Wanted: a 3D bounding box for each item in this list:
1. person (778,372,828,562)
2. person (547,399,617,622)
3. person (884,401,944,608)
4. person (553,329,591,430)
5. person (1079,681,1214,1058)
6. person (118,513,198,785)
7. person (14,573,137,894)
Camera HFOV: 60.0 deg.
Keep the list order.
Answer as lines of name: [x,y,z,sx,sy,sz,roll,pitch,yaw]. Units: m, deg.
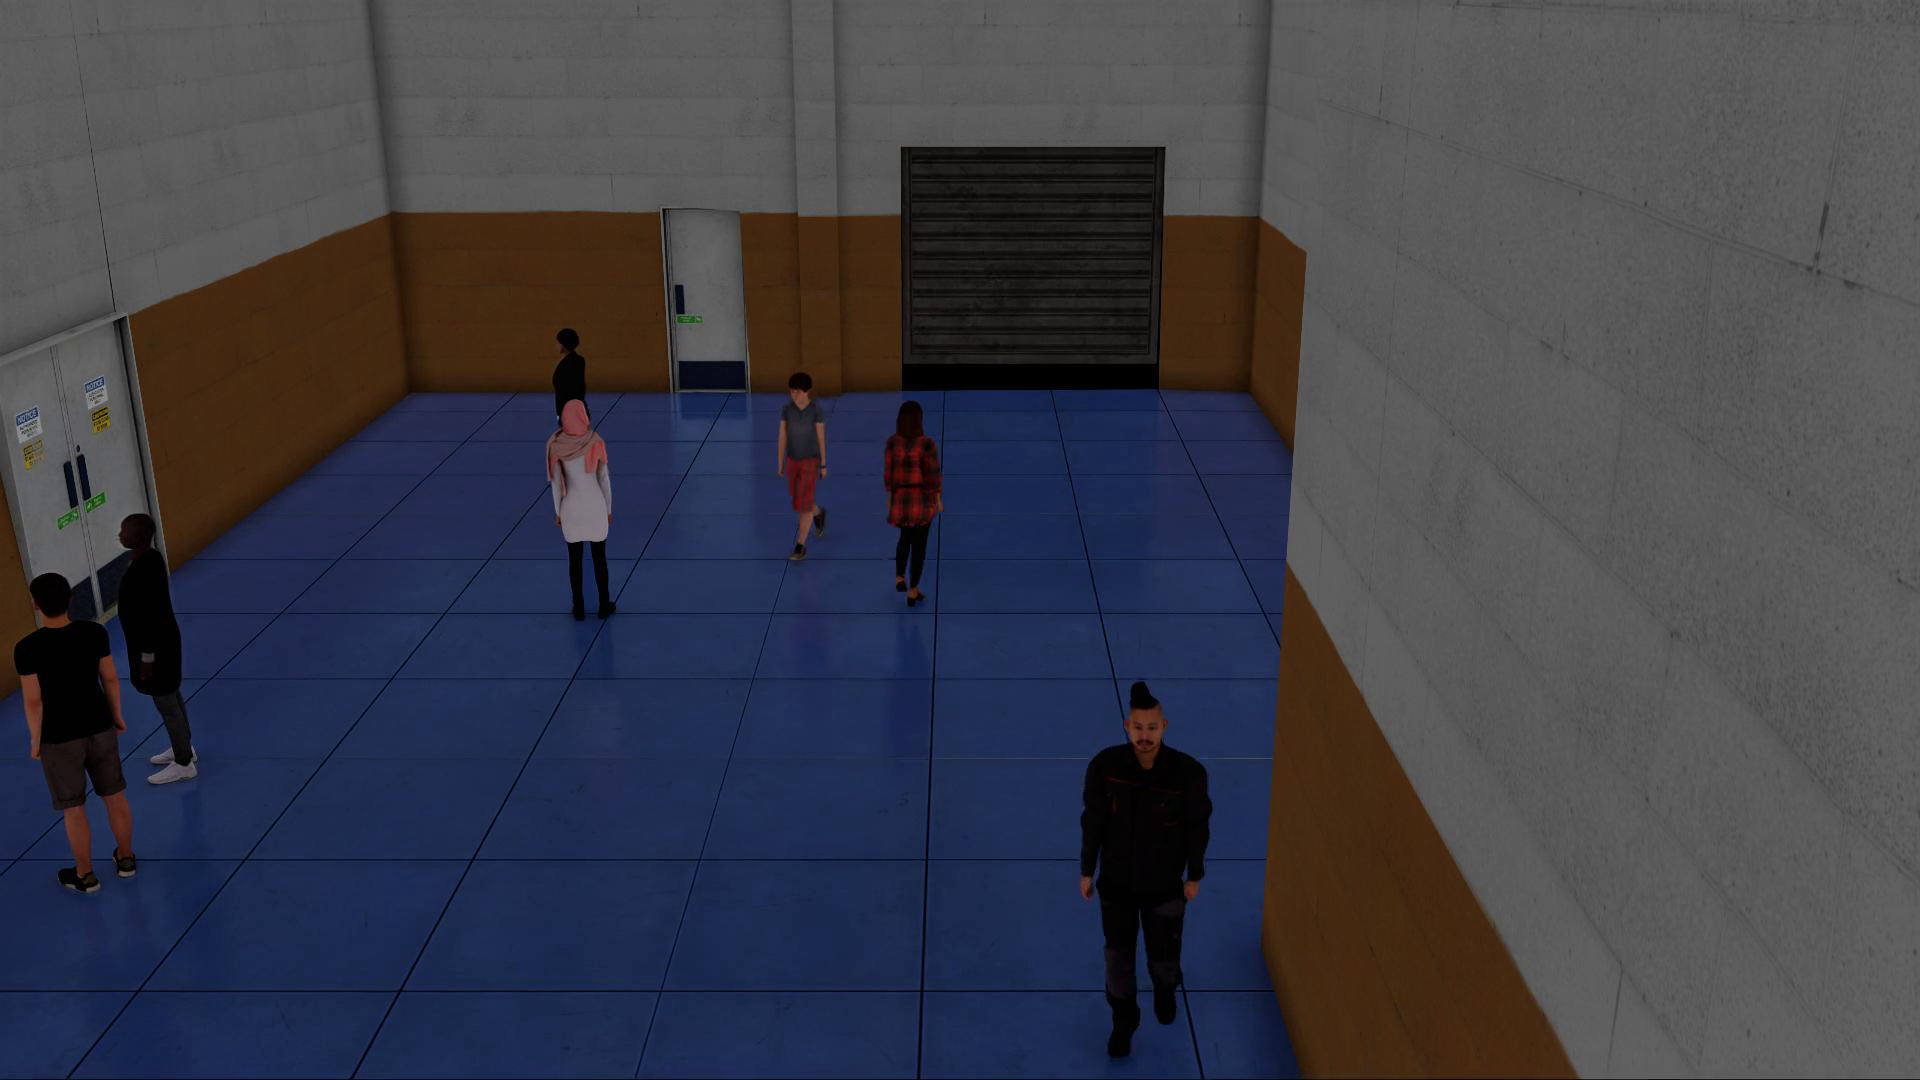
person: [-1.353,-0.687,14.761,1.100,1.624,0.900,7,20,19]
person: [-2.982,-0.240,13.173,0.573,1.804,0.718,-3,19,-8]
person: [-0.420,-0.269,13.439,0.672,1.691,0.777,9,21,24]
person: [-3.619,-1.082,15.623,0.603,1.836,0.651,5,19,14]
person: [0.861,1.518,7.852,0.804,1.849,0.922,5,19,14]
person: [-5.083,0.667,10.551,0.674,1.762,0.709,-7,20,-19]
person: [-4.907,1.058,9.235,0.806,1.862,0.761,16,24,39]
